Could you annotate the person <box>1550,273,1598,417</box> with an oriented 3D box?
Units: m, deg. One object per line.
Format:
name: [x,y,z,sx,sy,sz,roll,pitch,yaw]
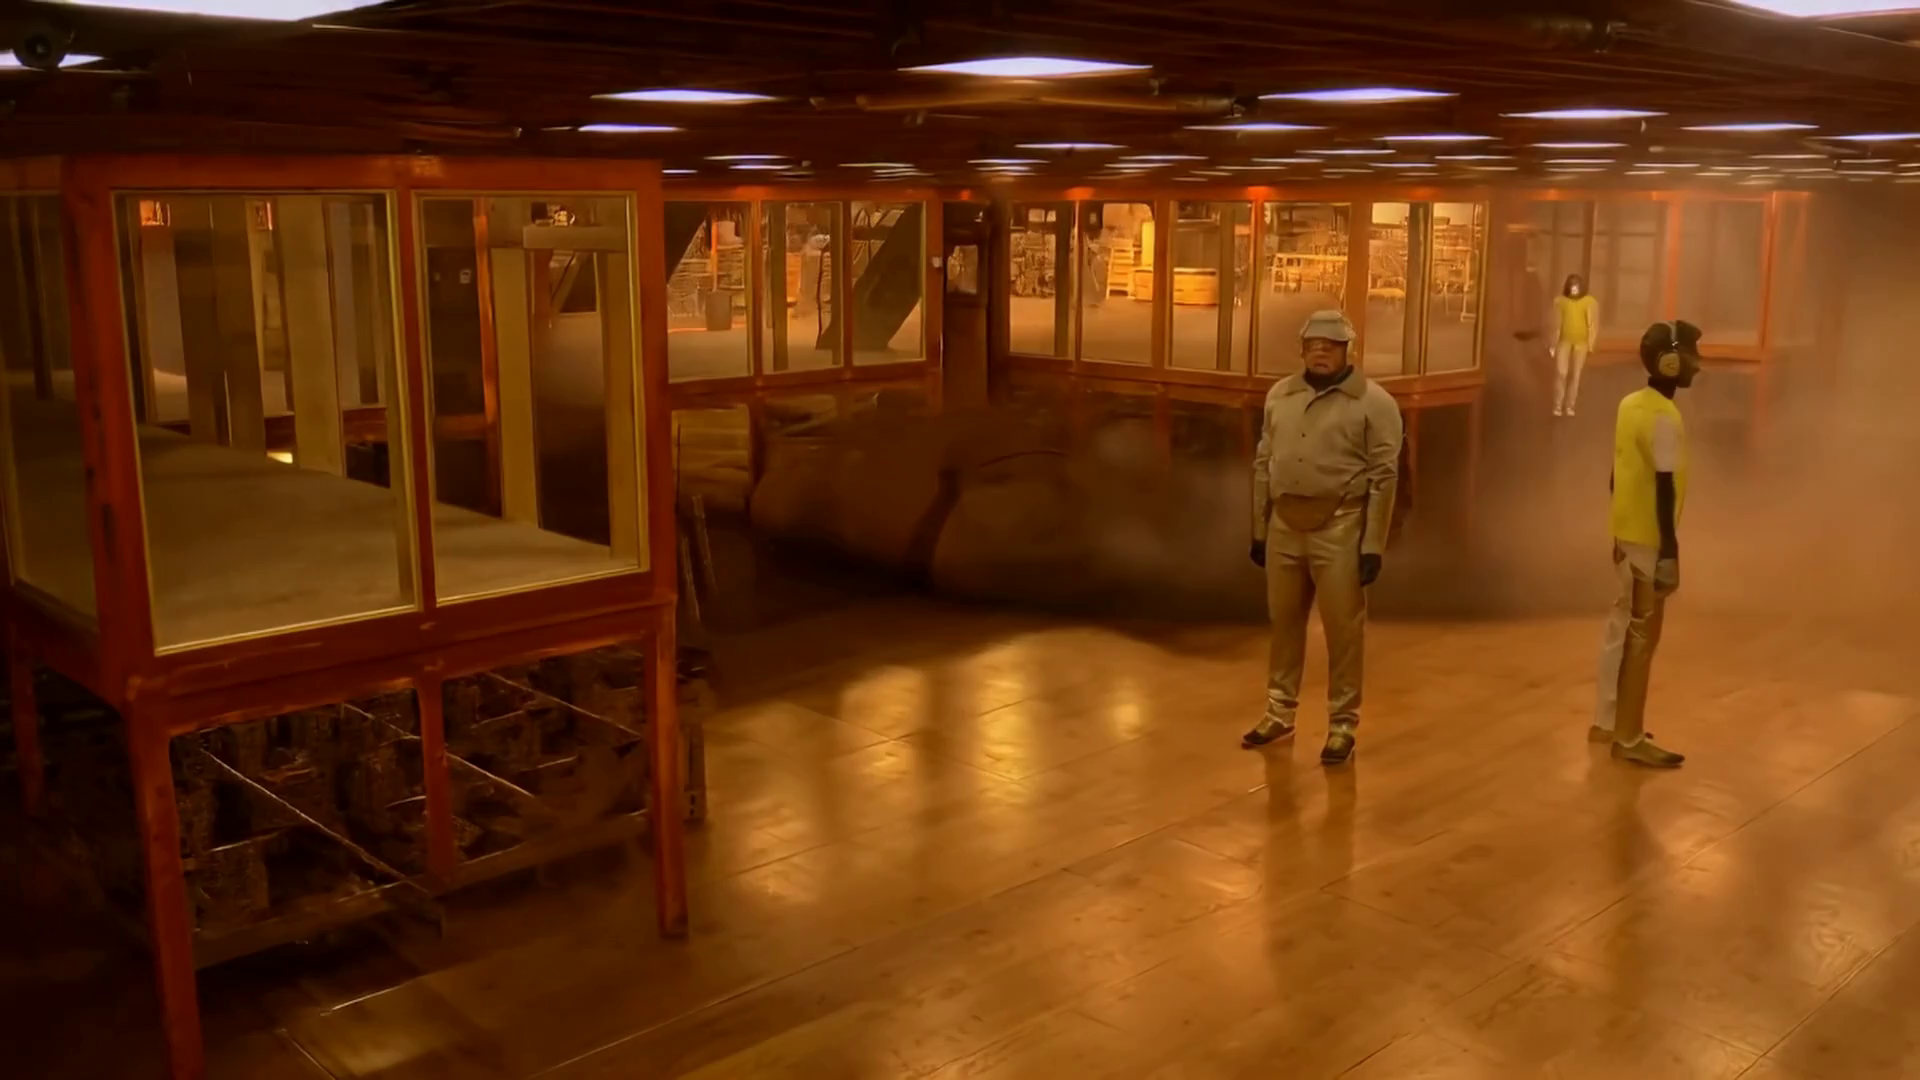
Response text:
person: [6.843,-2.160,18.573,0.502,1.595,0.793,4,12,18]

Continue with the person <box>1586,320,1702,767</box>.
person: [2.895,0.013,7.005,0.310,1.868,0.534,0,11,0]

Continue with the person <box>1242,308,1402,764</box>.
person: [1.508,-0.021,7.058,0.641,1.913,0.407,9,14,38]
